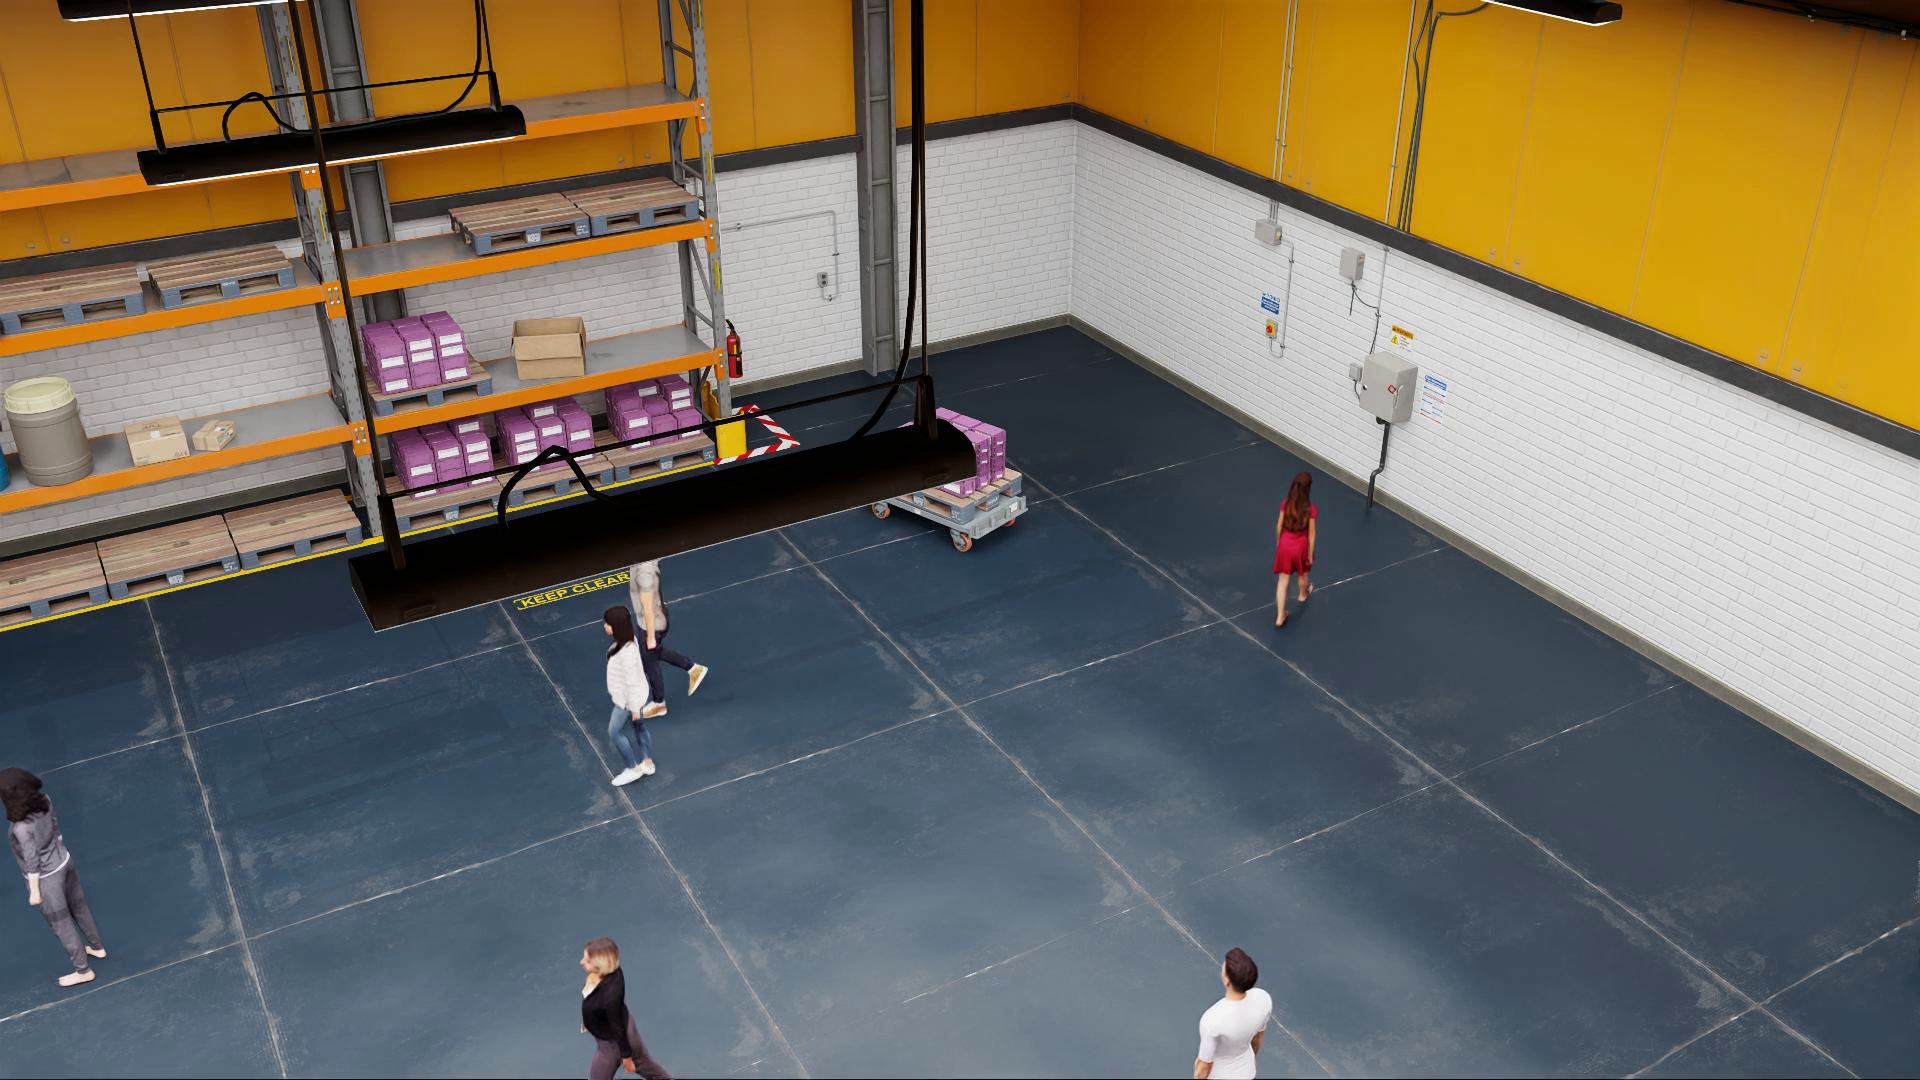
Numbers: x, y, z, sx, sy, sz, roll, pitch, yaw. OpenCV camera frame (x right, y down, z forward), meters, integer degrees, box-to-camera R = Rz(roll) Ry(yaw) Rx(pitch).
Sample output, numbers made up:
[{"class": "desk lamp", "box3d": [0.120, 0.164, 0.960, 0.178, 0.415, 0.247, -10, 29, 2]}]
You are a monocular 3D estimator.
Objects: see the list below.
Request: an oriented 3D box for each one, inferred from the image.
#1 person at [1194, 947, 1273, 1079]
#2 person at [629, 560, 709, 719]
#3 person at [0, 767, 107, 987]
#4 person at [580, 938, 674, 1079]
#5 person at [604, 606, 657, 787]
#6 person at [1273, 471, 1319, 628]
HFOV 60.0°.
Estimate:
[{"class": "person", "box3d": [1.578, 3.142, 9.798, 0.510, 1.852, 0.731, -18, 33, -29]}, {"class": "person", "box3d": [-2.563, 0.687, 14.279, 1.002, 1.870, 0.789, -8, 30, -15]}, {"class": "person", "box3d": [-6.256, 2.295, 11.444, 0.671, 1.762, 0.675, -1, 29, -1]}, {"class": "person", "box3d": [-2.009, 3.063, 10.184, 1.116, 1.620, 0.821, -6, 29, -11]}, {"class": "person", "box3d": [-2.619, 1.239, 13.522, 0.713, 1.627, 0.706, -5, 29, -10]}, {"class": "person", "box3d": [3.131, 0.112, 15.698, 0.889, 1.521, 1.047, 14, 31, 23]}]
